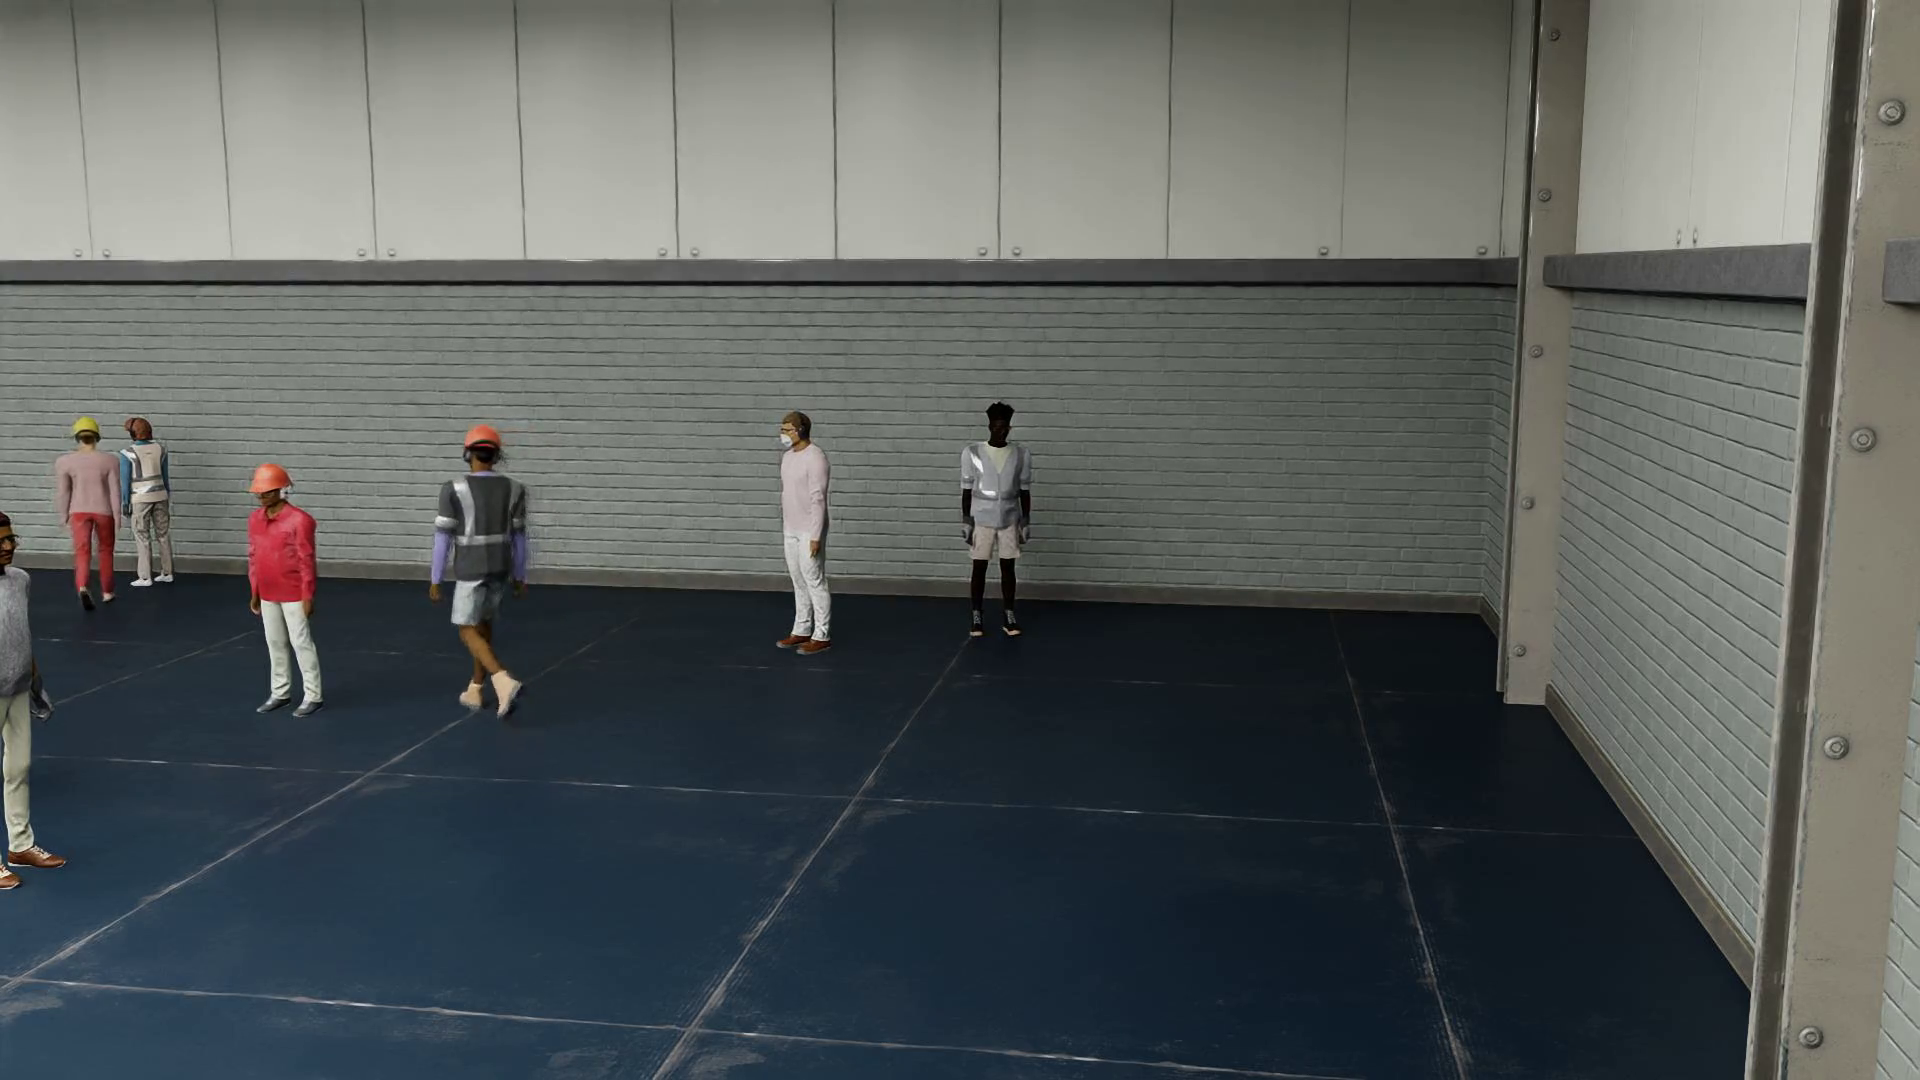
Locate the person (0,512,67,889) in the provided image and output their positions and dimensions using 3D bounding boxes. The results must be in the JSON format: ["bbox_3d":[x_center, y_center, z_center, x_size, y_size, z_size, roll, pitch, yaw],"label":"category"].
[{"bbox_3d":[-4.744,0.771,8.263,0.328,1.873,0.520,2,9,14],"label":"person"}]

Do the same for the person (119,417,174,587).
[{"bbox_3d":[-7.836,-0.366,16.022,0.316,1.629,0.507,5,11,29],"label":"person"}]

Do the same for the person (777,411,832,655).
[{"bbox_3d":[-1.241,-0.062,13.222,0.383,1.934,0.633,-6,11,-33],"label":"person"}]

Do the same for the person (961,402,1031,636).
[{"bbox_3d":[0.301,-0.171,13.816,0.602,1.960,0.373,-2,9,-10],"label":"person"}]

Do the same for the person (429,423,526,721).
[{"bbox_3d":[-3.217,0.217,11.268,0.817,2.019,0.663,9,13,44],"label":"person"}]

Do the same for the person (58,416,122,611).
[{"bbox_3d":[-7.816,-0.243,14.952,0.526,1.738,0.822,-3,10,-19],"label":"person"}]

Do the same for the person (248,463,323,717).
[{"bbox_3d":[-4.627,0.341,11.323,0.562,1.741,0.357,4,10,24],"label":"person"}]
